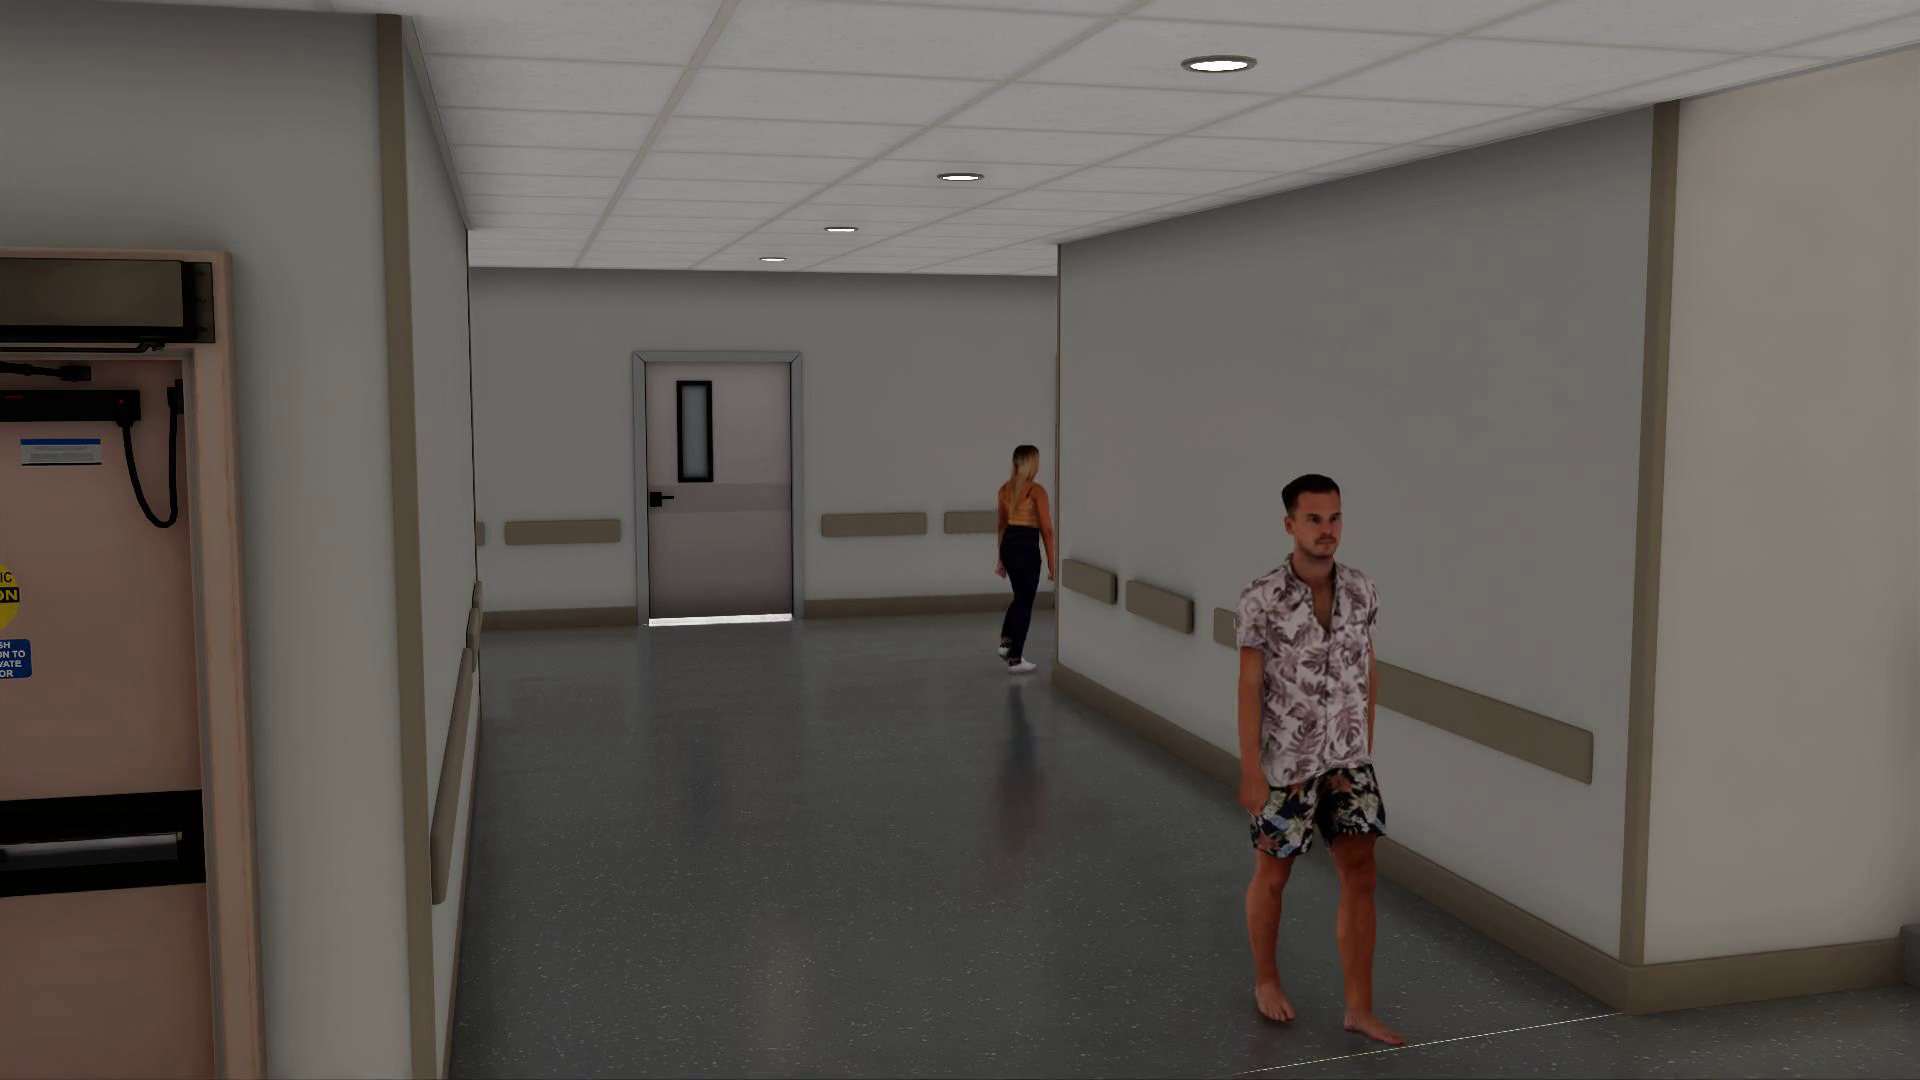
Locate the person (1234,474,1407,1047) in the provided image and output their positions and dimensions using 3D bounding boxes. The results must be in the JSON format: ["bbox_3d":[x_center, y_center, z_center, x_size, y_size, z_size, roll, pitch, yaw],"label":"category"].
[{"bbox_3d":[1.102,0.687,5.473,0.827,1.792,0.760,-1,6,-13],"label":"person"}]

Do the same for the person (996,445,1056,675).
[{"bbox_3d":[0.388,0.145,11.750,0.725,1.615,0.685,-5,8,-43],"label":"person"}]
